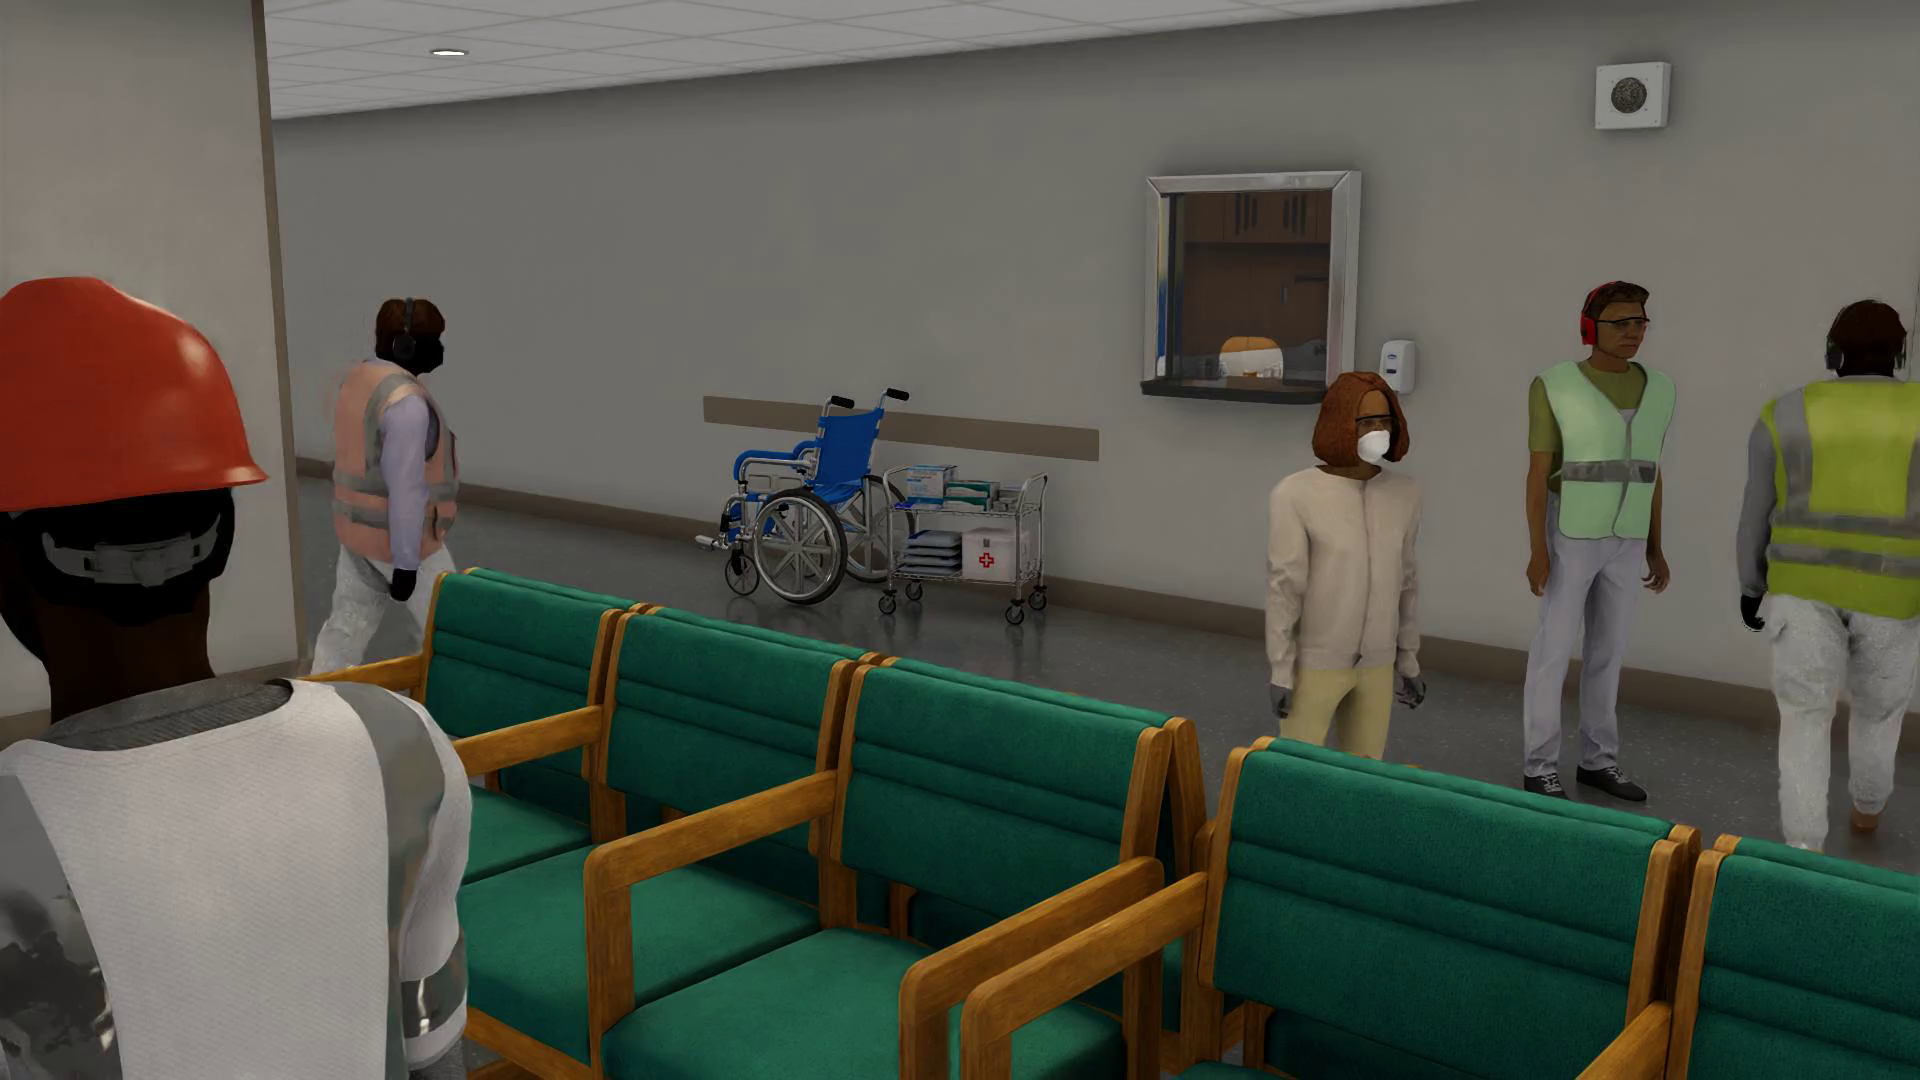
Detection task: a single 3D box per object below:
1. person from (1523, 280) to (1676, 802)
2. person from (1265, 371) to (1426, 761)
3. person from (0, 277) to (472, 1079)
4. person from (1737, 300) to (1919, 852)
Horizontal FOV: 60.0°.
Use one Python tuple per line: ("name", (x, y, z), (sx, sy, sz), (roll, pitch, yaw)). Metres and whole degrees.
("person", (2.238, 0.016, 5.875), (0.563, 1.847, 0.390), (-3, 10, -17))
("person", (1.051, 0.355, 4.552), (0.498, 1.634, 0.280), (-4, 11, -23))
("person", (-0.667, 0.752, 1.431), (0.364, 1.934, 0.553), (6, 11, 30))
("person", (2.807, 0.148, 5.281), (0.635, 1.790, 0.950), (5, 11, 27))
